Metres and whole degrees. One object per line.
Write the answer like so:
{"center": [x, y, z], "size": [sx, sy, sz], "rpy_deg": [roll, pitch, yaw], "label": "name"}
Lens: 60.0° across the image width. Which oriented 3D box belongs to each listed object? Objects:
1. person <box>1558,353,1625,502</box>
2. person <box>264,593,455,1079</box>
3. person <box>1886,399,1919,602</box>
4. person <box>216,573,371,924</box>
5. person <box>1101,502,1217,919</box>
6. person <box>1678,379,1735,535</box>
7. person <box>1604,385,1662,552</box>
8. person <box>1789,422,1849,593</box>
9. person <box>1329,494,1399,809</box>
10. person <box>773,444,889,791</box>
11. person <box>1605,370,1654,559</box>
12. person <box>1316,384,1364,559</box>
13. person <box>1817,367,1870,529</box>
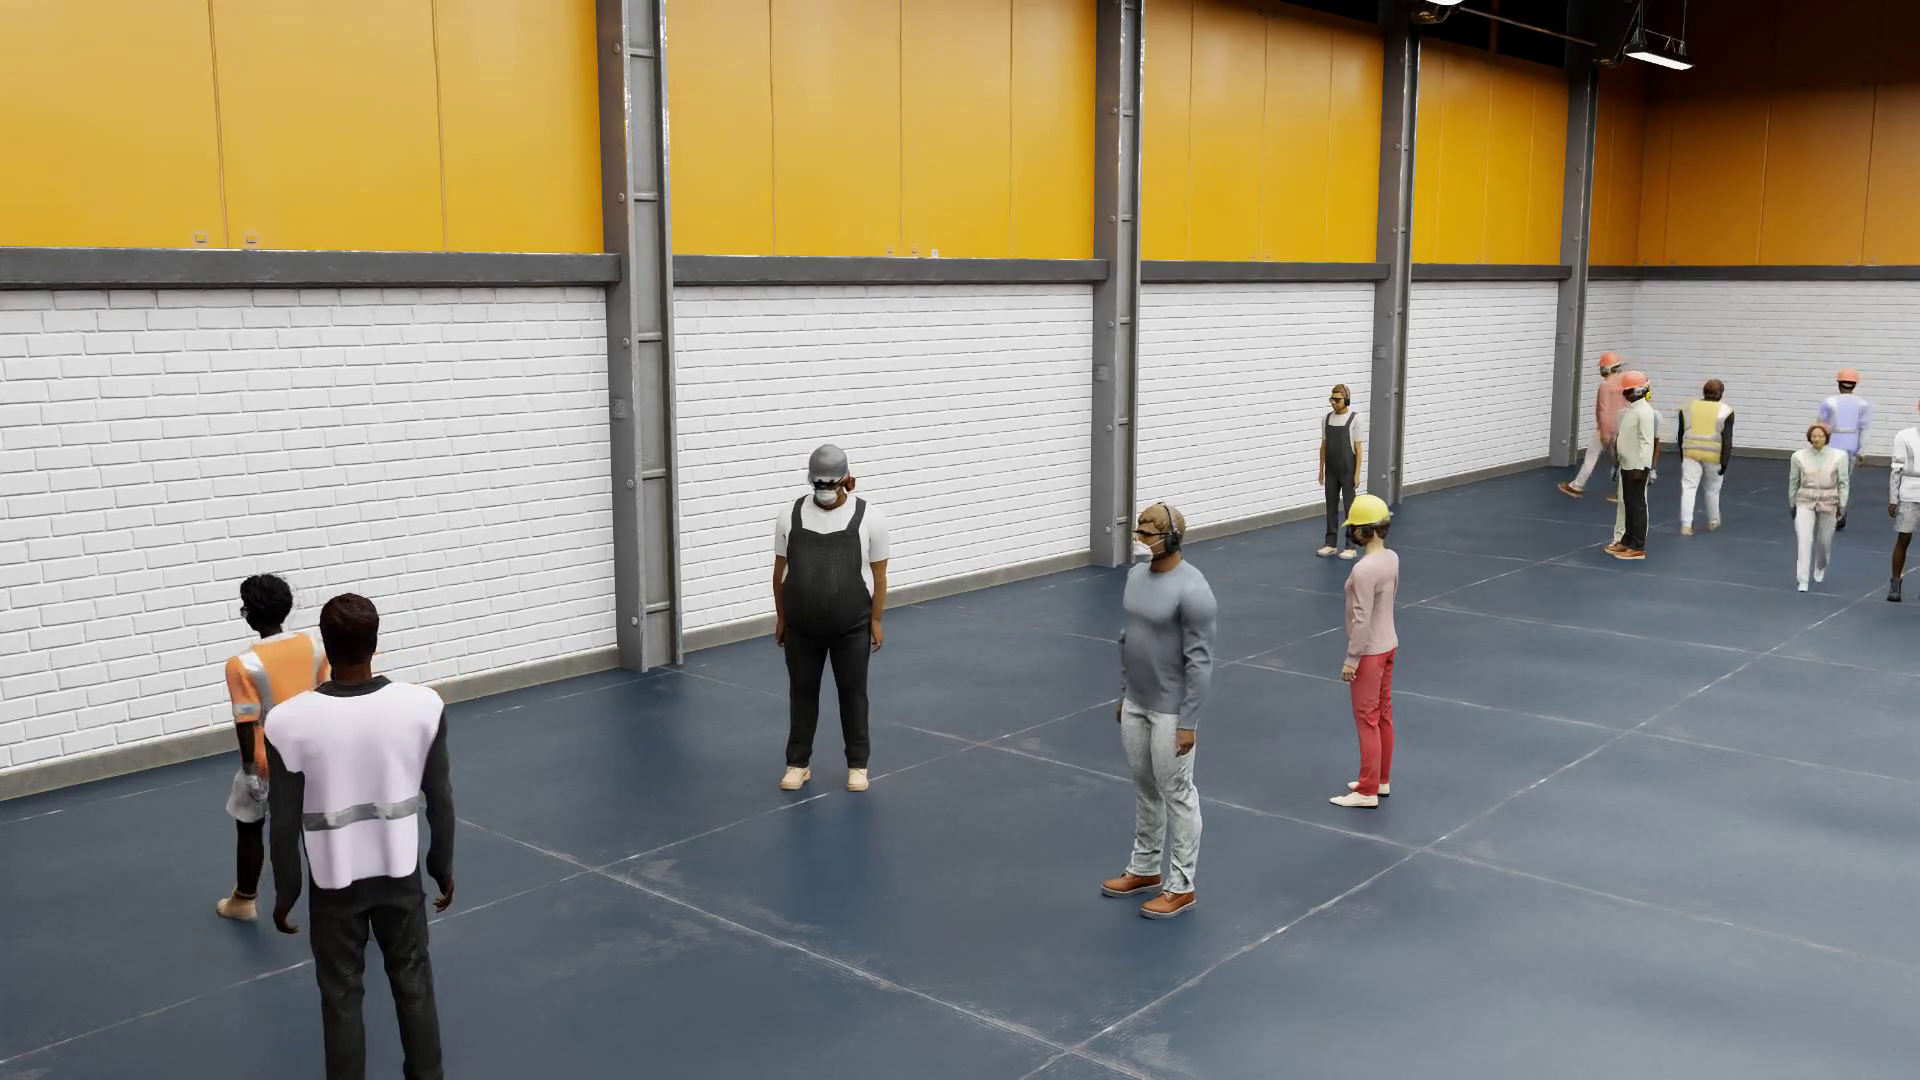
{"center": [8.456, -1.488, 21.961], "size": [0.656, 1.948, 0.999], "rpy_deg": [-7, 12, -39], "label": "person"}
{"center": [-2.012, 1.132, 5.639], "size": [0.599, 1.915, 0.375], "rpy_deg": [-5, 10, -29], "label": "person"}
{"center": [8.732, -0.380, 15.067], "size": [0.551, 1.935, 0.375], "rpy_deg": [3, 10, 20], "label": "person"}
{"center": [-3.025, 0.964, 7.501], "size": [0.873, 1.655, 0.532], "rpy_deg": [6, 11, 34], "label": "person"}
{"center": [0.932, 0.784, 7.768], "size": [0.366, 1.938, 0.637], "rpy_deg": [-5, 10, -28], "label": "person"}
{"center": [8.584, -0.953, 19.179], "size": [0.632, 1.788, 0.998], "rpy_deg": [7, 11, 36], "label": "person"}
{"center": [7.214, -0.779, 17.813], "size": [0.329, 1.864, 0.508], "rpy_deg": [-9, 13, -44], "label": "person"}
{"center": [8.164, -0.338, 15.843], "size": [0.507, 1.605, 0.792], "rpy_deg": [4, 10, 25], "label": "person"}
{"center": [2.280, 0.621, 9.327], "size": [0.315, 1.766, 0.523], "rpy_deg": [6, 11, 32], "label": "person"}
{"center": [-0.760, 0.443, 9.575], "size": [0.674, 2.000, 0.535], "rpy_deg": [1, 9, 5], "label": "person"}
{"center": [7.064, -0.788, 17.483], "size": [0.394, 1.985, 0.608], "rpy_deg": [1, 9, 8], "label": "person"}
{"center": [4.003, -0.720, 17.526], "size": [0.510, 1.841, 0.337], "rpy_deg": [9, 13, 44], "label": "person"}
{"center": [10.428, -1.086, 19.630], "size": [0.547, 1.906, 0.864], "rpy_deg": [1, 9, 9], "label": "person"}
